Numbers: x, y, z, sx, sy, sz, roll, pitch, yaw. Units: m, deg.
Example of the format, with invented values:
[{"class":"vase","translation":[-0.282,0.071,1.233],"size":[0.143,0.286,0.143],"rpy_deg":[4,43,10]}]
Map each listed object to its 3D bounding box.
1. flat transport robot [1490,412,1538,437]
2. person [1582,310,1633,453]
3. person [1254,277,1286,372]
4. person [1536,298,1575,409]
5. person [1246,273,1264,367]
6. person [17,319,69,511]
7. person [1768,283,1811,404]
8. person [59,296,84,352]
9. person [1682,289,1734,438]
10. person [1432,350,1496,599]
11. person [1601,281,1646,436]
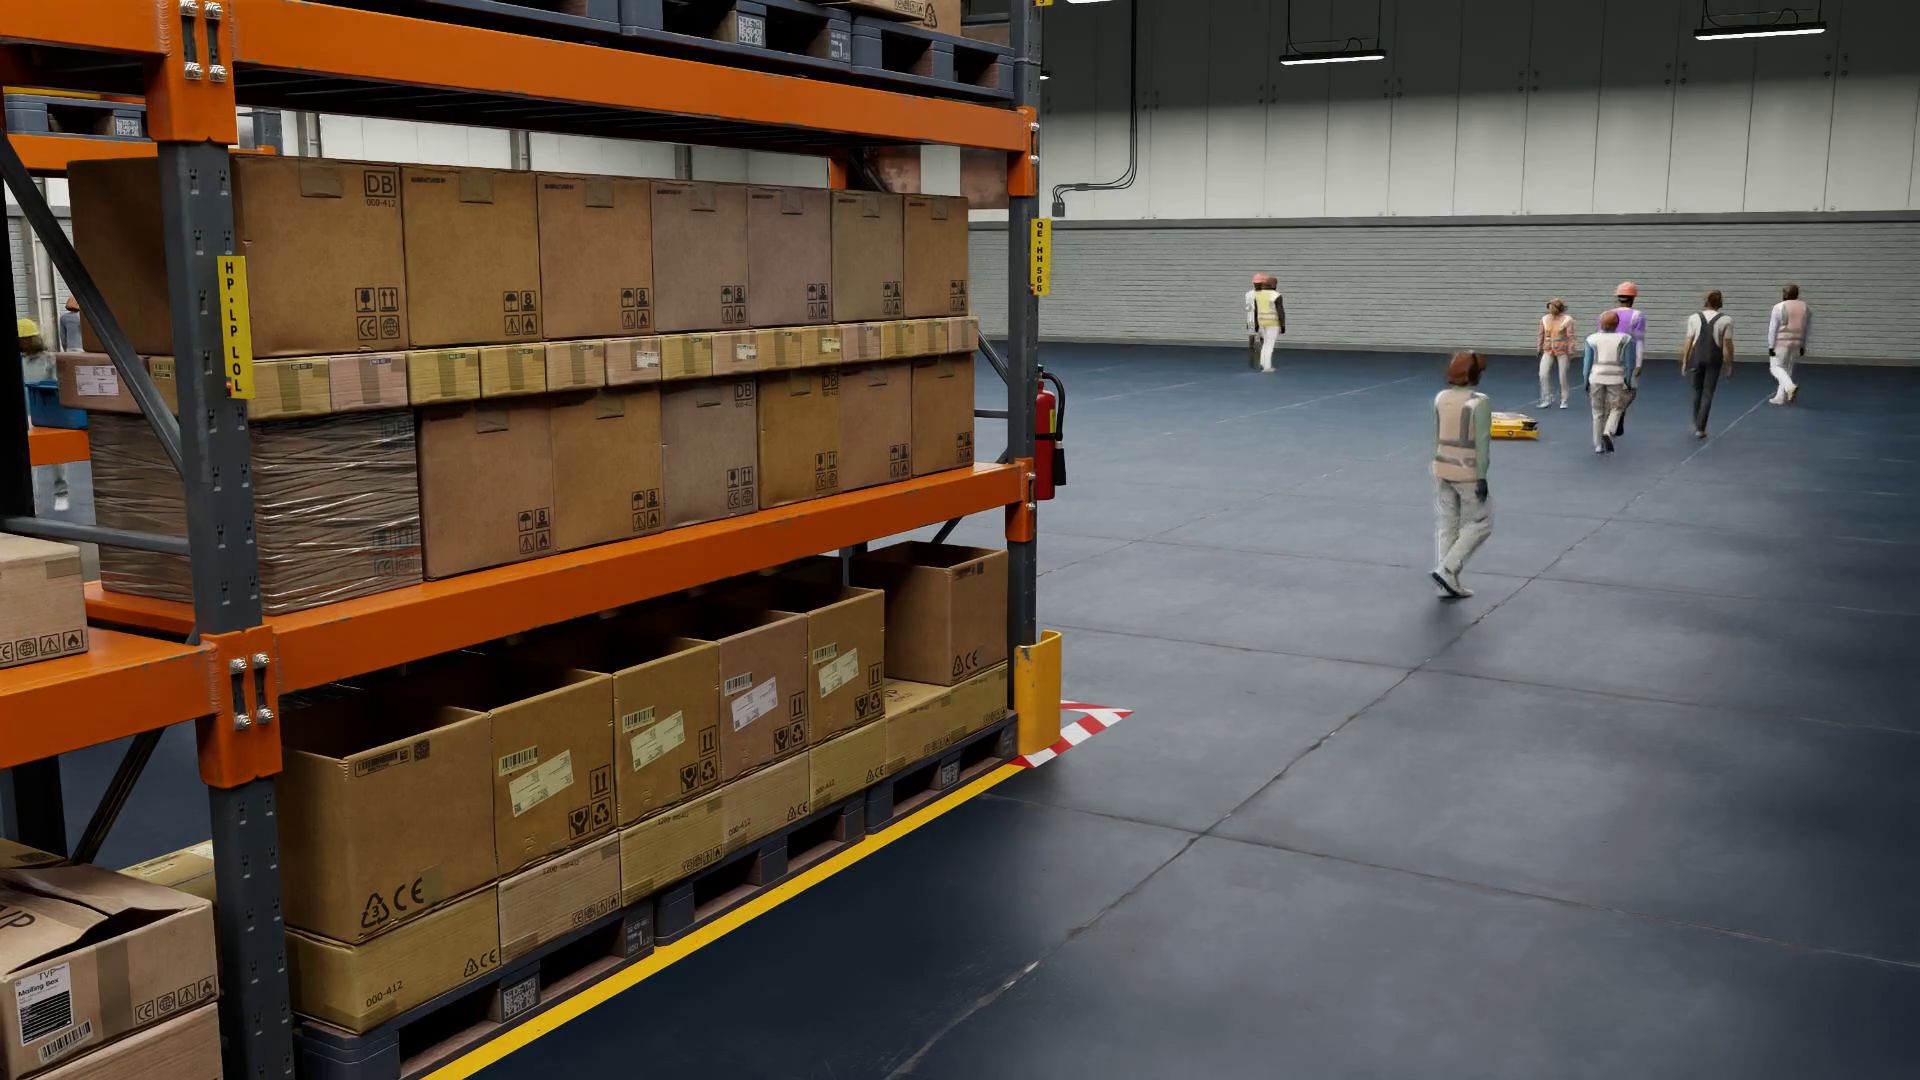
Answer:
[{"class":"flat transport robot","translation":[6.781,-1.465,20.888],"size":[0.652,0.197,1.431],"rpy_deg":[1,10,7]},{"class":"person","translation":[7.258,-1.768,18.674],"size":[0.530,1.626,0.437],"rpy_deg":[5,11,27]},{"class":"person","translation":[5.991,-4.147,32.051],"size":[0.486,1.825,0.643],"rpy_deg":[-8,12,-38]},{"class":"person","translation":[8.669,-2.710,24.253],"size":[0.696,1.605,0.620],"rpy_deg":[-9,14,-44]},{"class":"person","translation":[6.056,-4.445,33.611],"size":[0.561,1.903,0.923],"rpy_deg":[4,10,22]},{"class":"person","translation":[-7.907,-1.046,14.263],"size":[0.504,1.690,0.904],"rpy_deg":[-2,10,-14]},{"class":"person","translation":[12.393,-2.916,24.856],"size":[0.631,1.823,0.694],"rpy_deg":[-2,10,-9]},{"class":"person","translation":[-13.342,-2.876,25.170],"size":[0.507,1.631,0.274],"rpy_deg":[1,10,9]},{"class":"person","translation":[9.280,-2.179,20.564],"size":[0.548,1.805,0.903],"rpy_deg":[7,12,37]},{"class":"person","translation":[3.247,-0.412,10.739],"size":[0.364,1.623,0.537],"rpy_deg":[-4,11,-24]},{"class":"person","translation":[8.097,-2.203,20.403],"size":[0.545,1.924,0.547],"rpy_deg":[8,12,38]}]
